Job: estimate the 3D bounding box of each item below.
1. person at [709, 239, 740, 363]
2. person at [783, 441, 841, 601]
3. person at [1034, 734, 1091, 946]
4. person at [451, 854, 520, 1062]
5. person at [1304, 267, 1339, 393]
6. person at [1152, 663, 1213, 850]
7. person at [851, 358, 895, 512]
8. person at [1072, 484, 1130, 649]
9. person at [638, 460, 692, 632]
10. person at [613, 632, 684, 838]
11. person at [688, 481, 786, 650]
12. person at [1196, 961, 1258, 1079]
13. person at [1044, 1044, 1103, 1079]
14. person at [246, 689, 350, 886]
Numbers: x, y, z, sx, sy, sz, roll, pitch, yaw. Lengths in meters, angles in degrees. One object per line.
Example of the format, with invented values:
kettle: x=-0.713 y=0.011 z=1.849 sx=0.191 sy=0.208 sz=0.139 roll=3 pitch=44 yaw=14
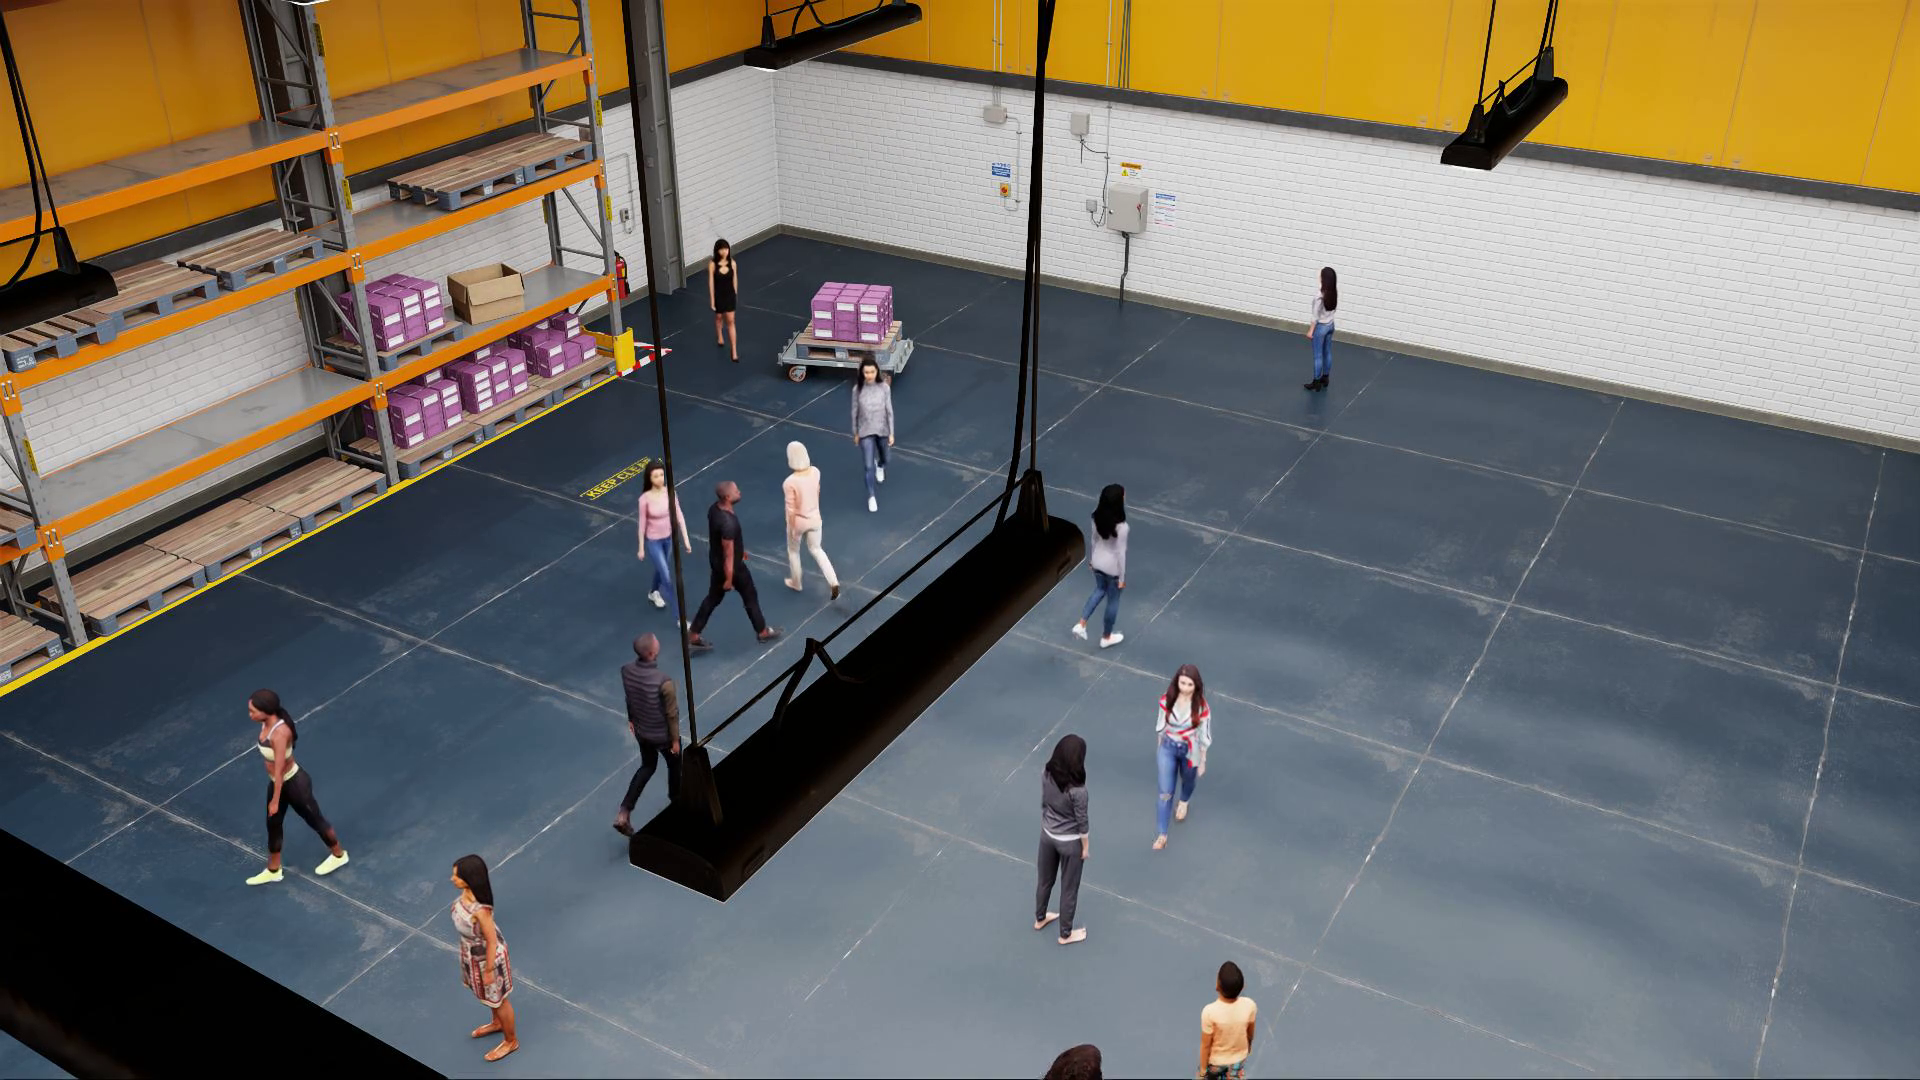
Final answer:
person: x=-3.186 y=-3.232 z=22.197 sx=1.011 sy=1.609 sz=1.058 roll=-8 pitch=30 yaw=-15
person: x=-1.487 y=-0.161 z=16.470 sx=1.017 sy=1.701 sz=0.884 roll=-23 pitch=36 yaw=-35
person: x=0.747 y=2.178 z=12.122 sx=0.630 sy=1.759 sz=0.579 roll=24 pitch=37 yaw=37
person: x=-3.187 y=2.769 z=11.159 sx=0.709 sy=1.645 sz=0.725 roll=-16 pitch=32 yaw=-27
person: x=4.637 y=-2.700 z=21.197 sx=0.541 sy=1.633 sz=0.714 roll=-25 pitch=37 yaw=-38
person: x=1.787 y=1.647 z=13.293 sx=0.768 sy=1.571 sz=1.119 roll=9 pitch=30 yaw=15
person: x=-0.954 y=-1.226 z=18.406 sx=0.965 sy=1.717 sz=1.076 roll=-3 pitch=29 yaw=-6
person: x=1.316 y=0.284 z=15.634 sx=0.884 sy=1.722 sz=0.775 roll=-21 pitch=35 yaw=-33
person: x=-2.940 y=-0.005 z=16.196 sx=1.174 sy=1.691 sz=0.957 roll=-21 pitch=35 yaw=-33
person: x=-2.474 y=1.563 z=13.191 sx=0.732 sy=1.815 sz=1.084 roll=17 pitch=33 yaw=29
person: x=-2.266 y=0.283 z=15.580 sx=1.307 sy=1.774 sz=1.154 roll=-11 pitch=31 yaw=-20
person: x=1.688 y=3.292 z=10.416 sx=0.925 sy=1.437 sz=1.041 roll=-4 pitch=29 yaw=-8
person: x=0.618 y=3.615 z=9.652 sx=0.660 sy=1.601 sz=0.772 roll=21 pitch=35 yaw=33
person: x=-5.029 y=1.858 z=12.748 sx=1.053 sy=1.721 sz=0.808 roll=-22 pitch=36 yaw=-35
